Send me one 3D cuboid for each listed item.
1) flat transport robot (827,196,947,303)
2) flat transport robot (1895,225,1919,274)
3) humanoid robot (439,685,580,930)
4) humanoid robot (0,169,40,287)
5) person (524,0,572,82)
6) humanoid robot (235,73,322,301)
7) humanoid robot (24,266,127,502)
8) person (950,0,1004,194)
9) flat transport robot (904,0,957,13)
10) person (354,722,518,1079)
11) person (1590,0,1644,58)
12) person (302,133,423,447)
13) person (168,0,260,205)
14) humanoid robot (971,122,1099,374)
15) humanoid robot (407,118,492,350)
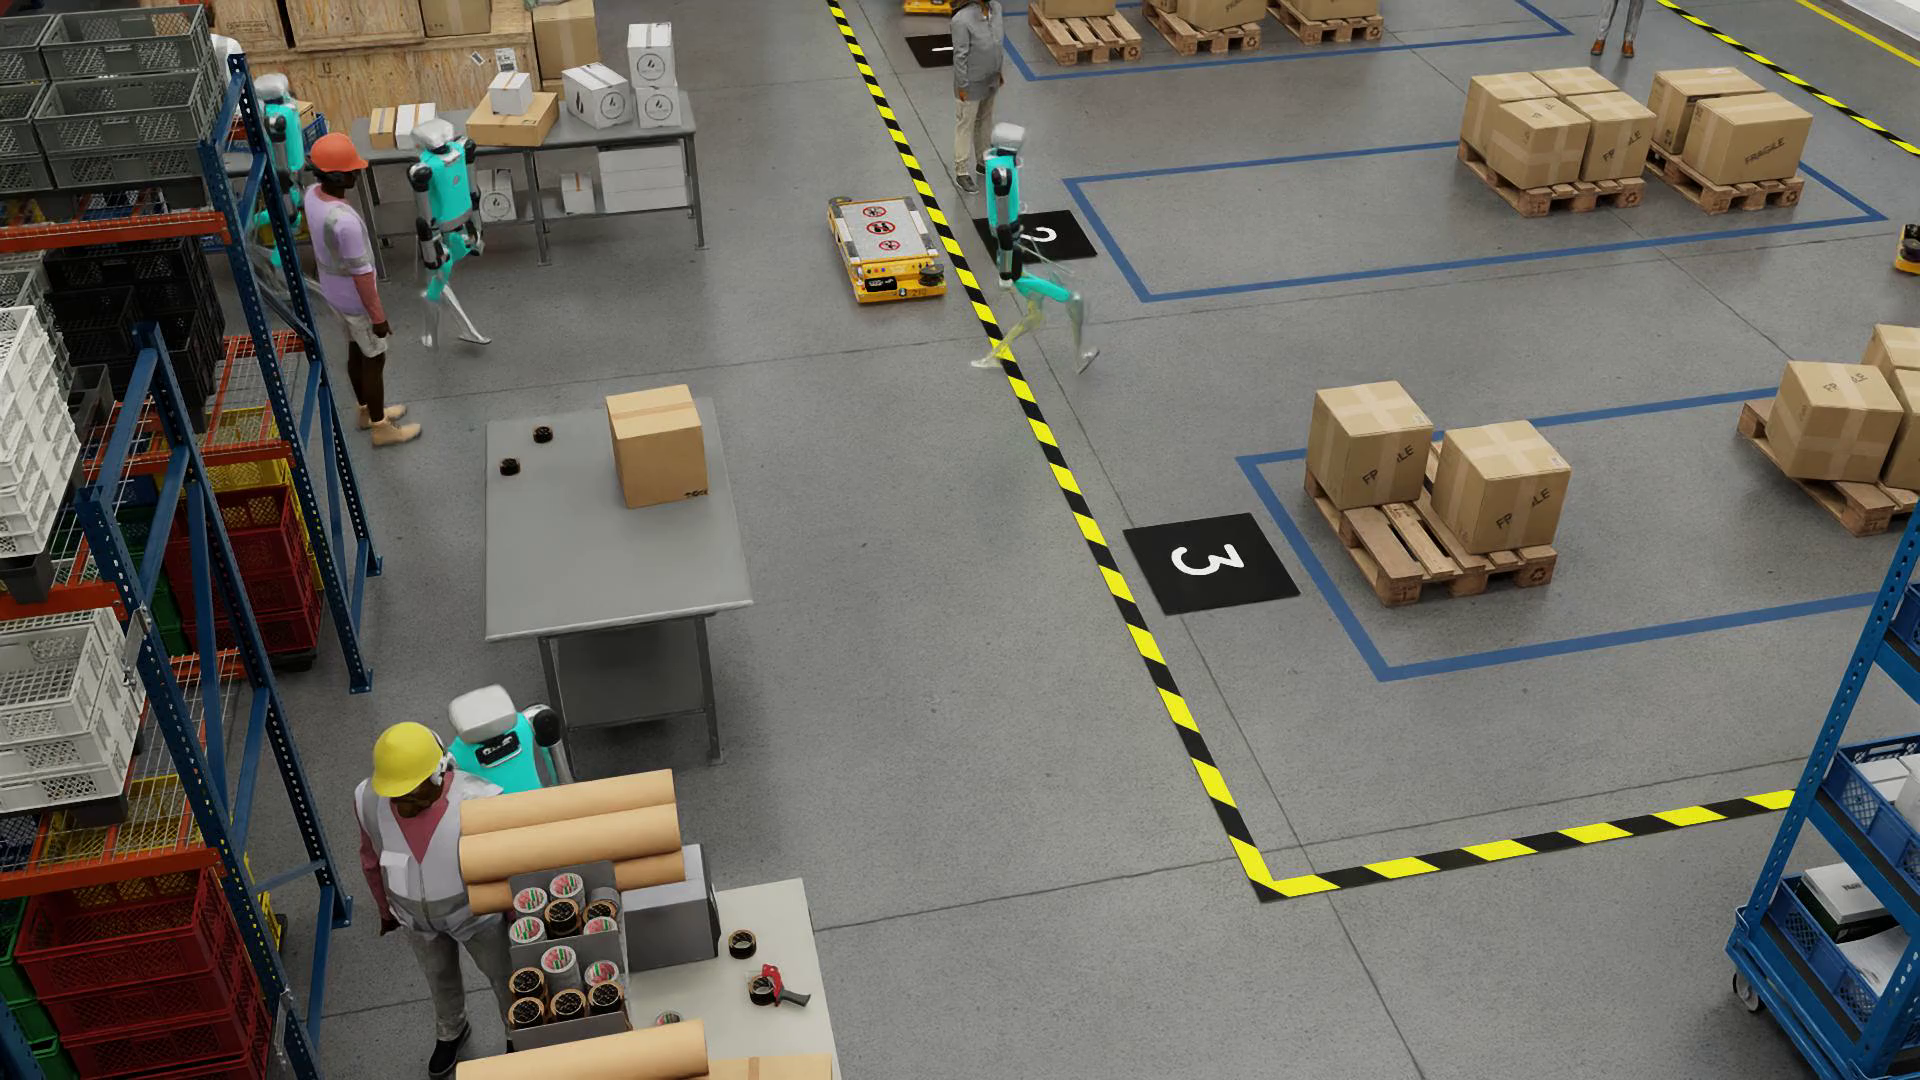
[{"bbox_3d":[-0.570,-2.220,12.538,0.659,0.231,1.431,-8,37,-10],"label":"flat transport robot"},{"bbox_3d":[7.754,-2.072,12.315,1.431,0.197,0.652,17,40,22],"label":"flat transport robot"},{"bbox_3d":[-1.549,1.419,6.424,0.567,1.768,0.856,-25,43,-30],"label":"humanoid robot"},{"bbox_3d":[-6.132,-1.791,10.793,0.608,1.636,0.601,16,40,21],"label":"humanoid robot"},{"bbox_3d":[-3.469,-4.560,14.294,0.417,1.932,0.614,24,43,29],"label":"person"},{"bbox_3d":[-4.741,-2.331,11.461,0.940,1.762,0.546,-5,37,-7],"label":"humanoid robot"},{"bbox_3d":[-5.113,-0.862,9.543,0.403,1.640,0.591,0,37,0],"label":"humanoid robot"},{"bbox_3d":[0.134,-3.676,13.236,0.396,1.769,0.563,26,44,30],"label":"person"},{"bbox_3d":[-0.205,-5.831,17.367,0.652,0.197,1.431,2,37,2],"label":"flat transport robot"},{"bbox_3d":[-1.958,1.395,6.368,0.601,1.830,0.404,1,37,1],"label":"person"},{"bbox_3d":[6.330,-5.457,15.545,0.589,1.870,0.380,10,38,13],"label":"person"},{"bbox_3d":[-3.640,-1.498,10.099,0.412,2.031,0.609,-25,44,-30],"label":"person"},{"bbox_3d":[-5.495,-3.150,12.435,0.574,1.882,0.361,3,37,4],"label":"person"},{"bbox_3d":[0.577,-1.855,10.843,0.995,1.778,0.530,0,37,-1],"label":"humanoid robot"},{"bbox_3d":[-3.495,-1.926,10.992,0.830,1.884,0.565,19,41,23],"label":"humanoid robot"}]
